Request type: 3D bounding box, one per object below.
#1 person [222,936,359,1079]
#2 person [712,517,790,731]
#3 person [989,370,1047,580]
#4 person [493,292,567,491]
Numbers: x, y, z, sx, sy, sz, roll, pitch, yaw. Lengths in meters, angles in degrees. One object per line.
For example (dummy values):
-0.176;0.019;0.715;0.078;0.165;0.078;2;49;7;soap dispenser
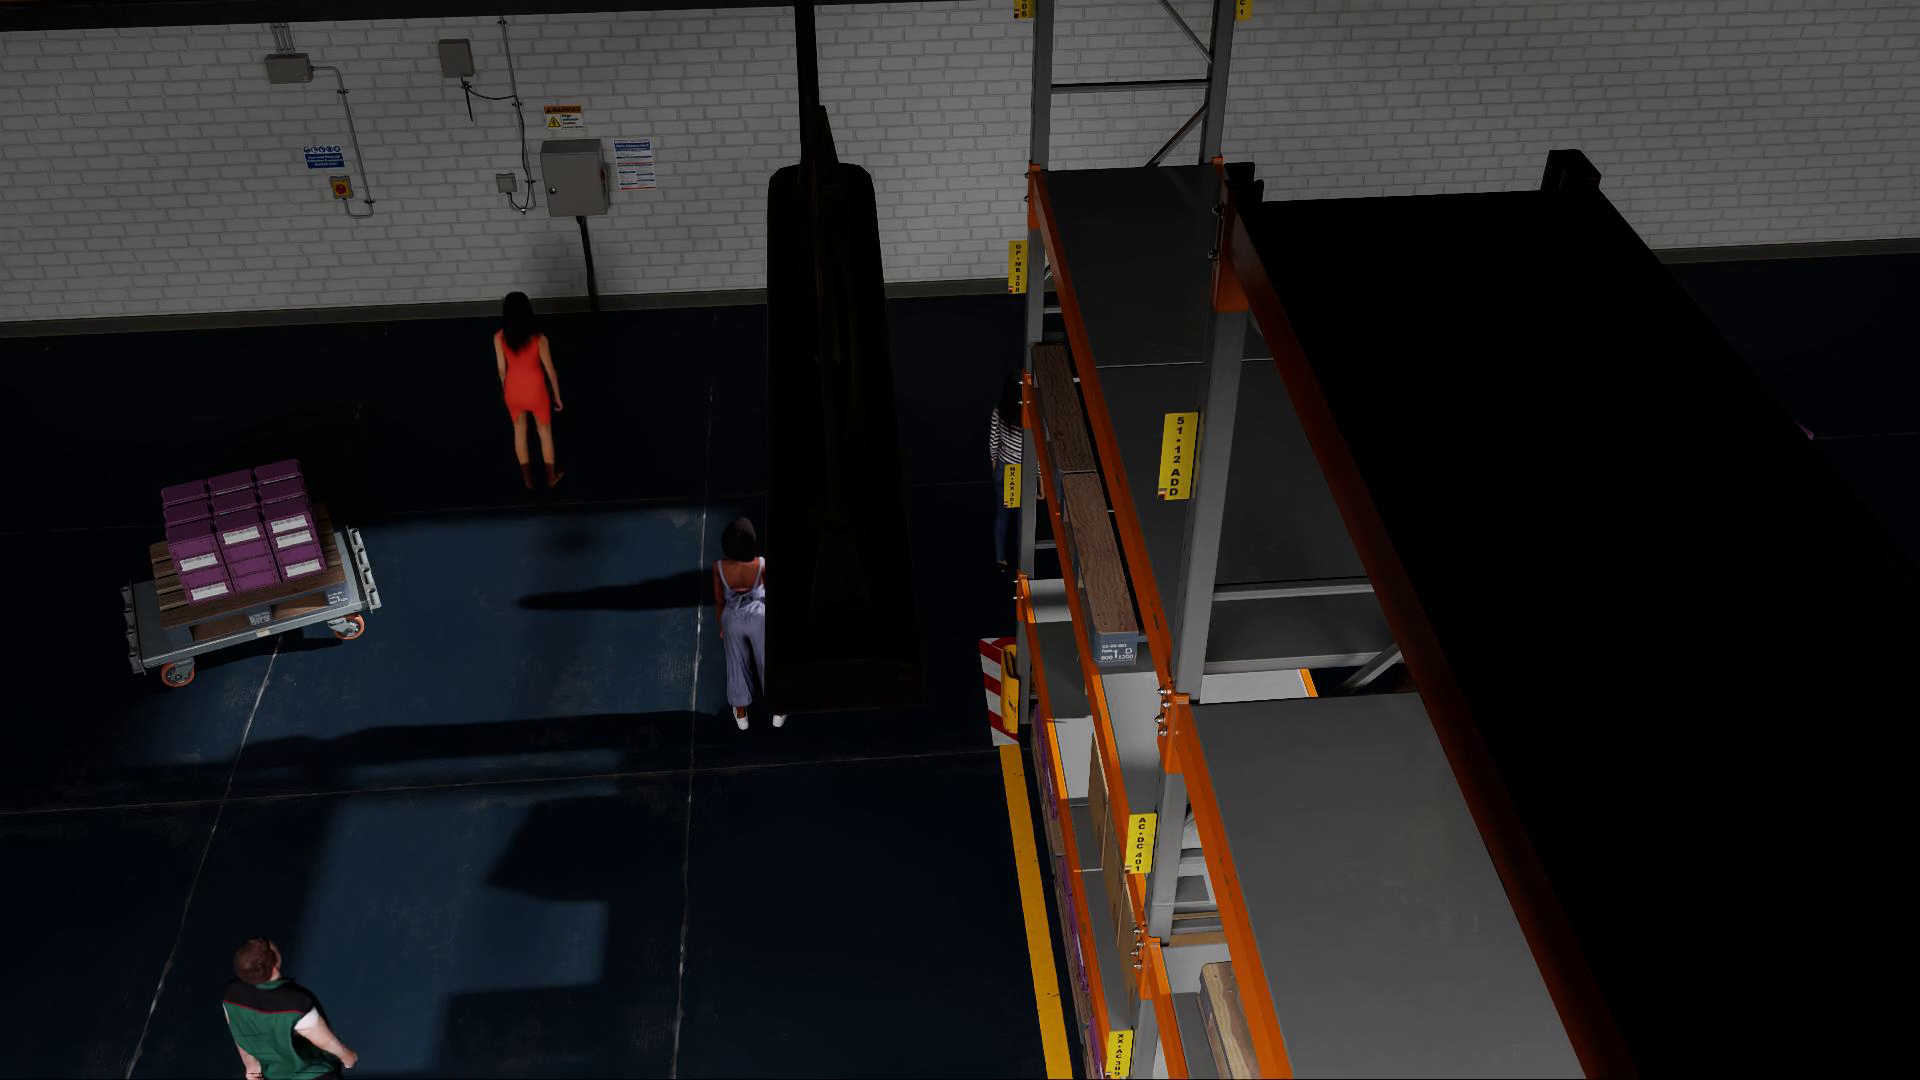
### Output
-3.257;2.624;8.109;0.840;1.817;1.004;12;40;14;person
-1.371;0.547;10.808;0.579;1.695;0.501;-2;39;-2;person
0.408;-0.442;11.964;0.653;1.796;0.689;24;44;27;person
-3.351;-1.123;12.888;0.601;1.708;0.542;-2;39;-2;person
